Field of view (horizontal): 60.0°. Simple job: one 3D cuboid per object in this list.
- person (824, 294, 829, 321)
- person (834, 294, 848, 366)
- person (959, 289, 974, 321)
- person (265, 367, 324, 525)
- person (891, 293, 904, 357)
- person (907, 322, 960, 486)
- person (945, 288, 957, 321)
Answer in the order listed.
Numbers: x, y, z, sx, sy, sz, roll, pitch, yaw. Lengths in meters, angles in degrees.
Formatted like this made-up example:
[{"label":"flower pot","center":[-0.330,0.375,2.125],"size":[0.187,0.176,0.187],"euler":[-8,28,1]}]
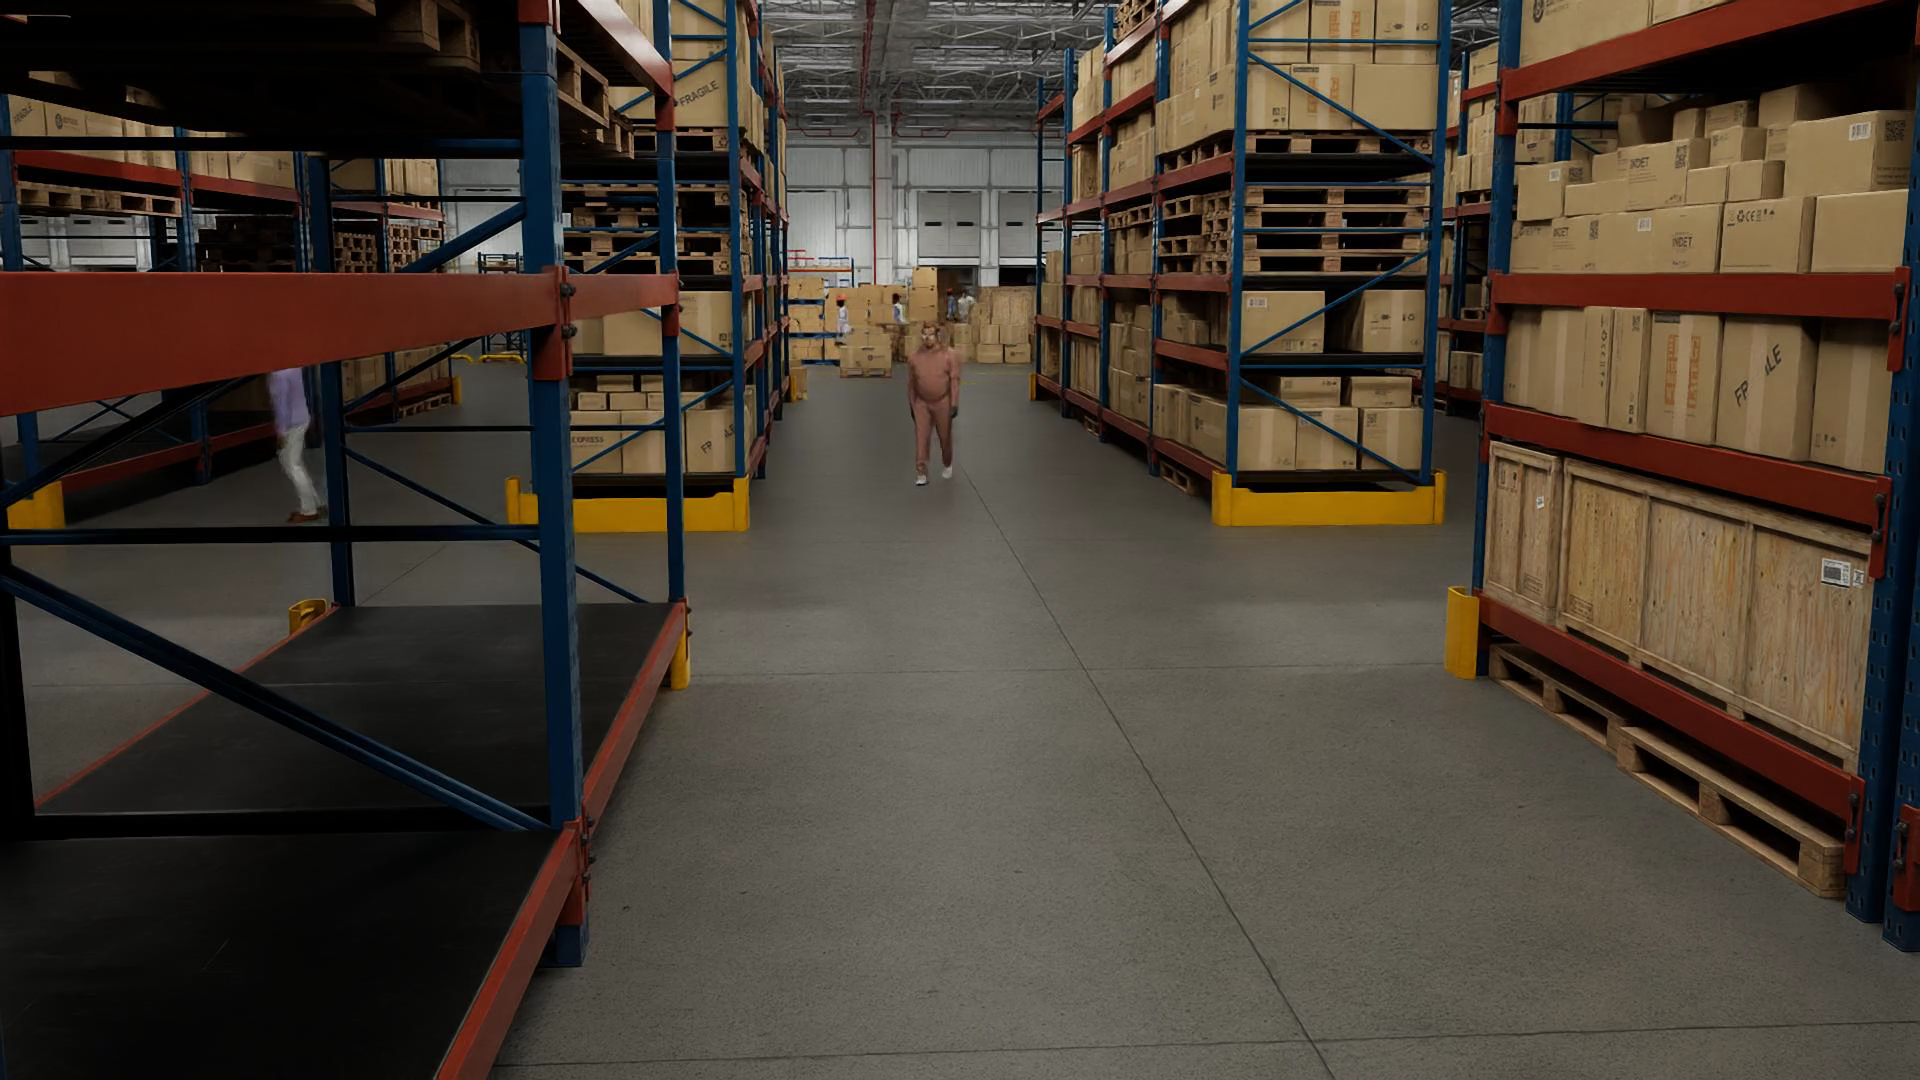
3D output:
[{"label":"person","center":[-3.952,-6.536,50.411],"size":[0.346,1.846,0.506],"euler":[2,9,13]},{"label":"person","center":[-3.095,-5.514,43.751],"size":[0.458,1.921,0.573],"euler":[0,9,-1]},{"label":"person","center":[0.256,-8.328,61.437],"size":[0.627,1.920,0.809],"euler":[5,10,28]},{"label":"person","center":[-6.437,-1.078,15.965],"size":[0.496,1.909,0.652],"euler":[-2,9,-12]},{"label":"person","center":[-1.766,-6.261,48.529],"size":[0.741,1.897,0.598],"euler":[0,9,1]},{"label":"person","center":[-0.299,-1.604,19.339],"size":[0.636,1.877,0.919],"euler":[1,9,8]},{"label":"person","center":[-0.317,-9.478,68.773],"size":[1.018,1.897,0.541],"euler":[1,9,6]}]
